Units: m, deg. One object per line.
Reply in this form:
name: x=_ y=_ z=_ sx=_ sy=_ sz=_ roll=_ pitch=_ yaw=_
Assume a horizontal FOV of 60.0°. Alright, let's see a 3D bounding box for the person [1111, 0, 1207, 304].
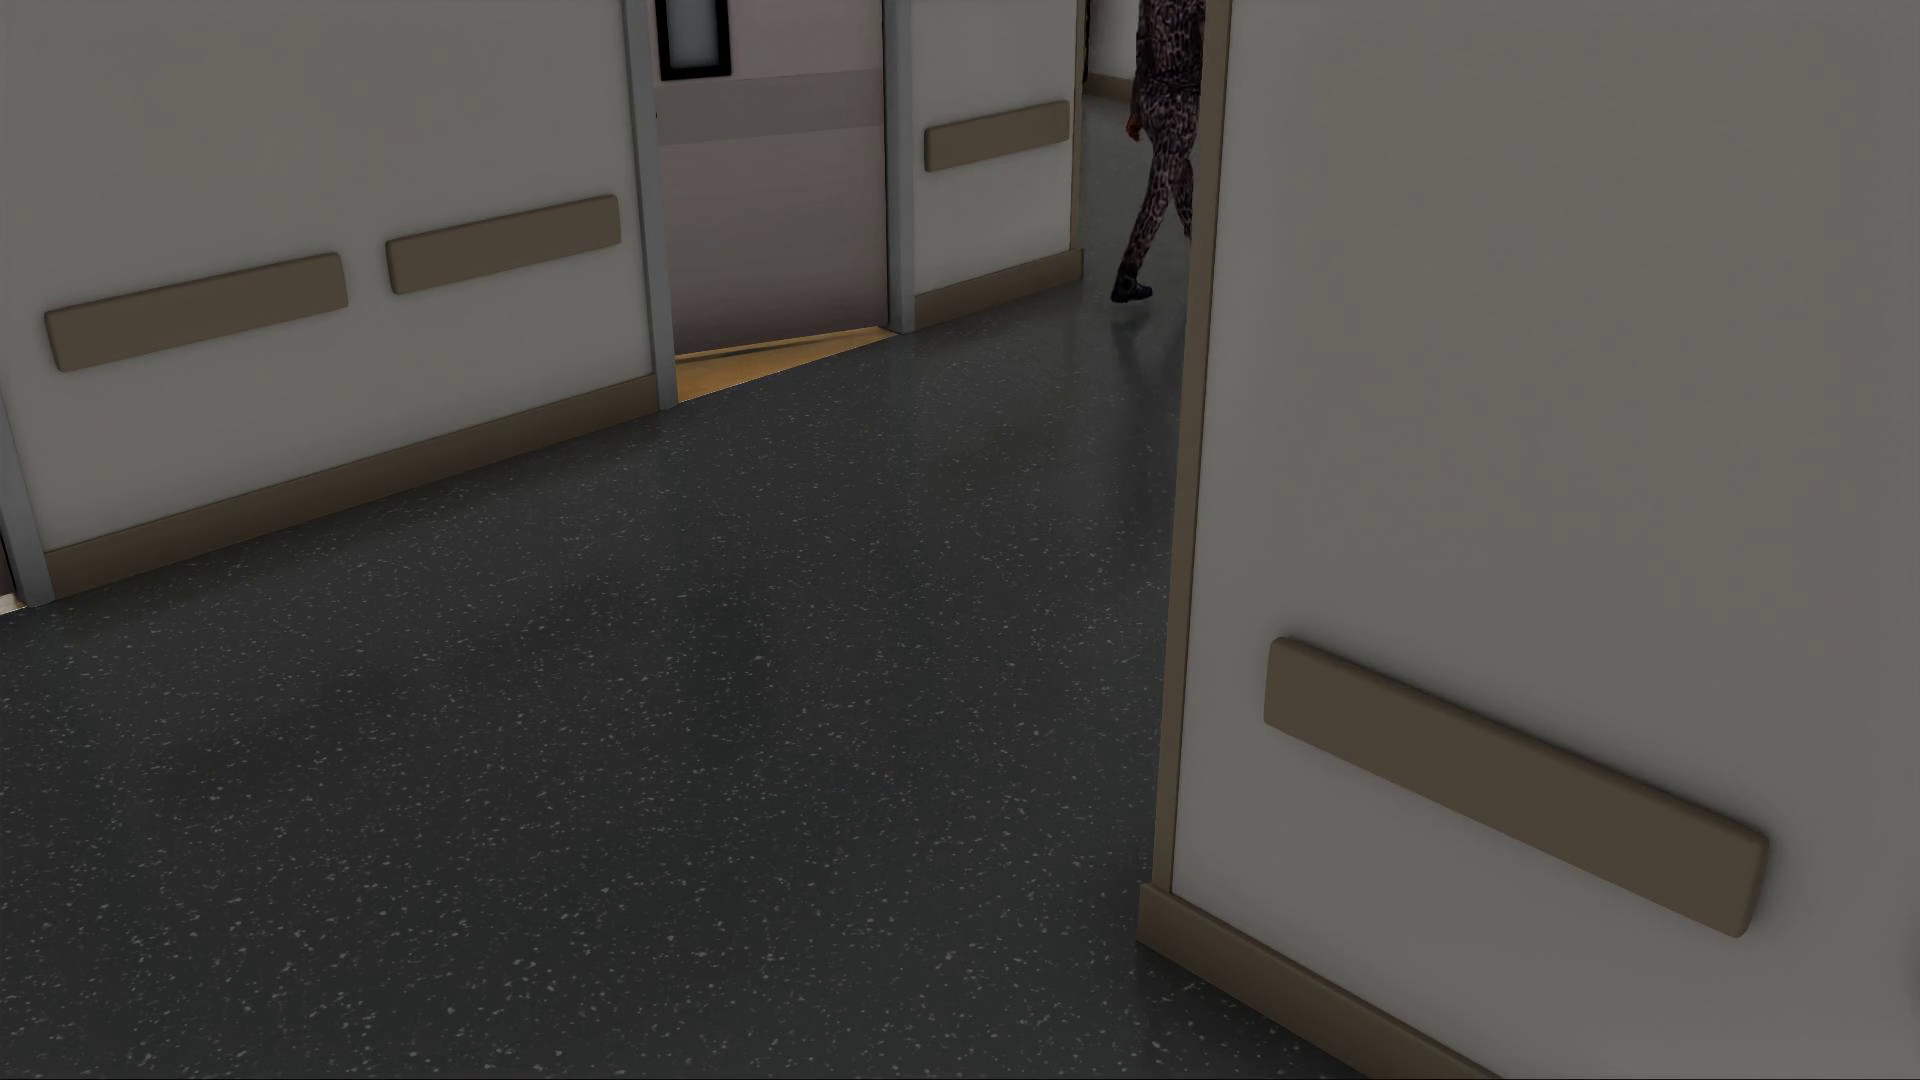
person: x=0.916 y=-1.896 z=7.642 sx=1.145 sy=1.663 sz=0.643 roll=-21 pitch=33 yaw=-37
